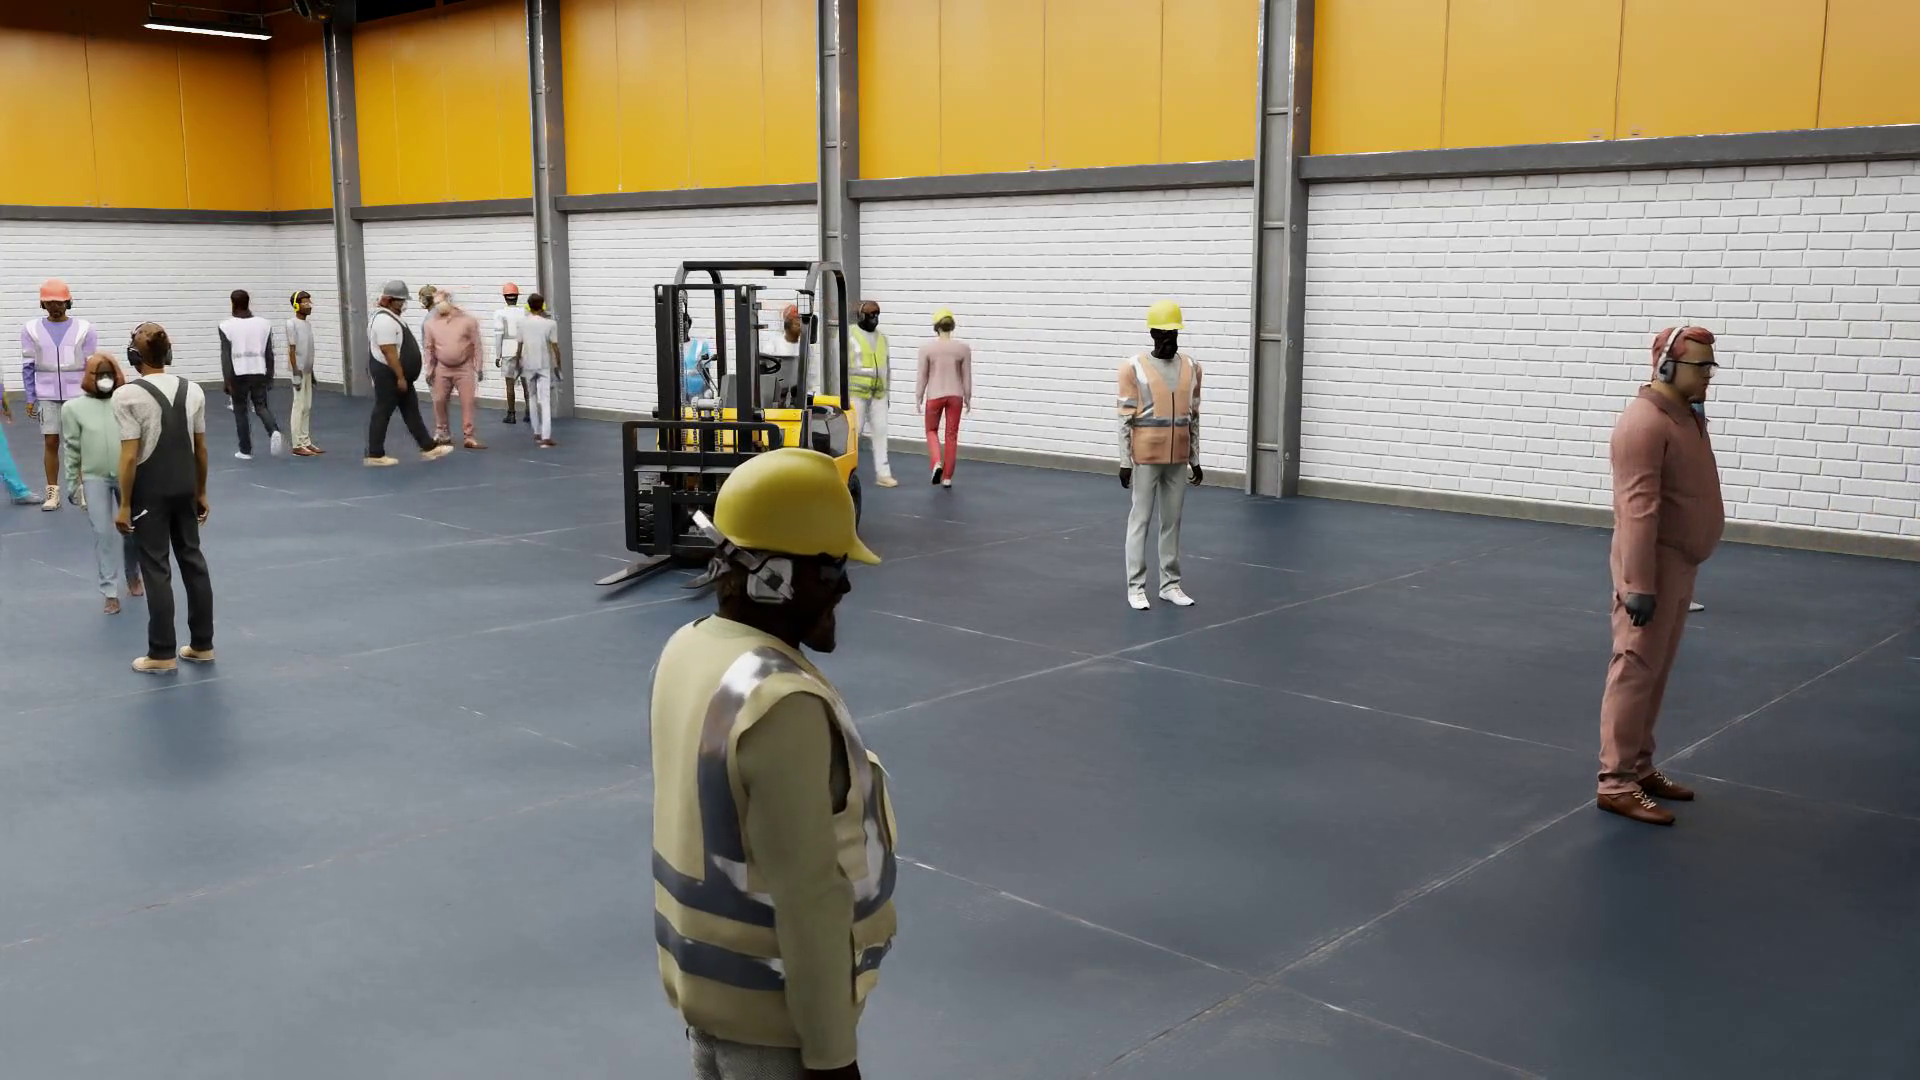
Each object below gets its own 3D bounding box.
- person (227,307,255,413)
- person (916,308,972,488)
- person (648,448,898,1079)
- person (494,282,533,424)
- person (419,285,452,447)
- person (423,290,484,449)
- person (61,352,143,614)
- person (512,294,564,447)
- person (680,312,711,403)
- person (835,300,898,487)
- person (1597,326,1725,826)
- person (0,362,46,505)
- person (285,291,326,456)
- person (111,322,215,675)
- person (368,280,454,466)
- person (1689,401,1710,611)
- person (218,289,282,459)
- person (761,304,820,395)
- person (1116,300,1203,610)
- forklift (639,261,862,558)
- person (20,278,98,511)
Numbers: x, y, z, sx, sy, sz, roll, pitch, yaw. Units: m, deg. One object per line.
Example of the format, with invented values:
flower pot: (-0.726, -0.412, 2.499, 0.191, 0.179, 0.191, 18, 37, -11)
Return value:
person: (-10.519, -2.702, 24.415, 0.493, 1.706, 0.865, -1, 9, -6)
person: (-0.155, -1.376, 16.139, 0.559, 1.735, 0.395, -1, 9, -8)
person: (-0.310, 0.754, 2.854, 0.404, 1.824, 0.586, -5, 10, -27)
person: (-6.137, -2.567, 22.873, 0.549, 1.934, 0.374, -6, 11, -34)
person: (-6.249, -2.069, 19.831, 0.372, 1.934, 0.627, -2, 9, -12)
person: (-6.006, -2.003, 19.607, 0.816, 1.880, 0.460, 0, 9, -2)
person: (-5.335, -0.379, 10.461, 0.515, 1.611, 0.727, -6, 11, -31)
person: (-5.077, -2.044, 20.055, 0.601, 1.811, 0.956, 0, 9, -3)
person: (-2.936, -1.606, 17.774, 0.538, 1.674, 0.664, -2, 10, -13)
person: (-0.930, -1.437, 16.295, 0.642, 1.821, 0.719, -7, 11, -36)
person: (2.735, 0.126, 6.457, 0.401, 1.904, 0.650, 7, 11, 35)
person: (-8.703, -1.199, 14.913, 0.882, 1.802, 0.589, -1, 9, -7)
person: (-7.473, -1.894, 18.961, 0.335, 1.869, 0.521, 0, 9, 2)
person: (-4.189, -0.216, 8.736, 0.331, 1.844, 0.521, 5, 11, 28)
person: (-5.970, -1.813, 17.925, 0.965, 2.000, 0.695, -2, 9, -10)
person: (4.460, -0.384, 10.381, 0.308, 1.645, 0.515, -2, 9, -10)
person: (-7.872, -1.829, 18.461, 0.722, 1.902, 0.596, 9, 13, 43)
person: (-1.534, -1.160, 14.652, 1.065, 1.824, 0.557, 8, 12, 39)
person: (1.260, -0.529, 10.400, 0.593, 1.926, 0.366, -4, 10, -24)
forklift: (-1.552, -1.040, 12.721, 1.214, 2.155, 2.313, 2, 9, 11)
person: (-7.880, -1.272, 14.609, 0.608, 2.042, 0.375, -4, 10, -23)
